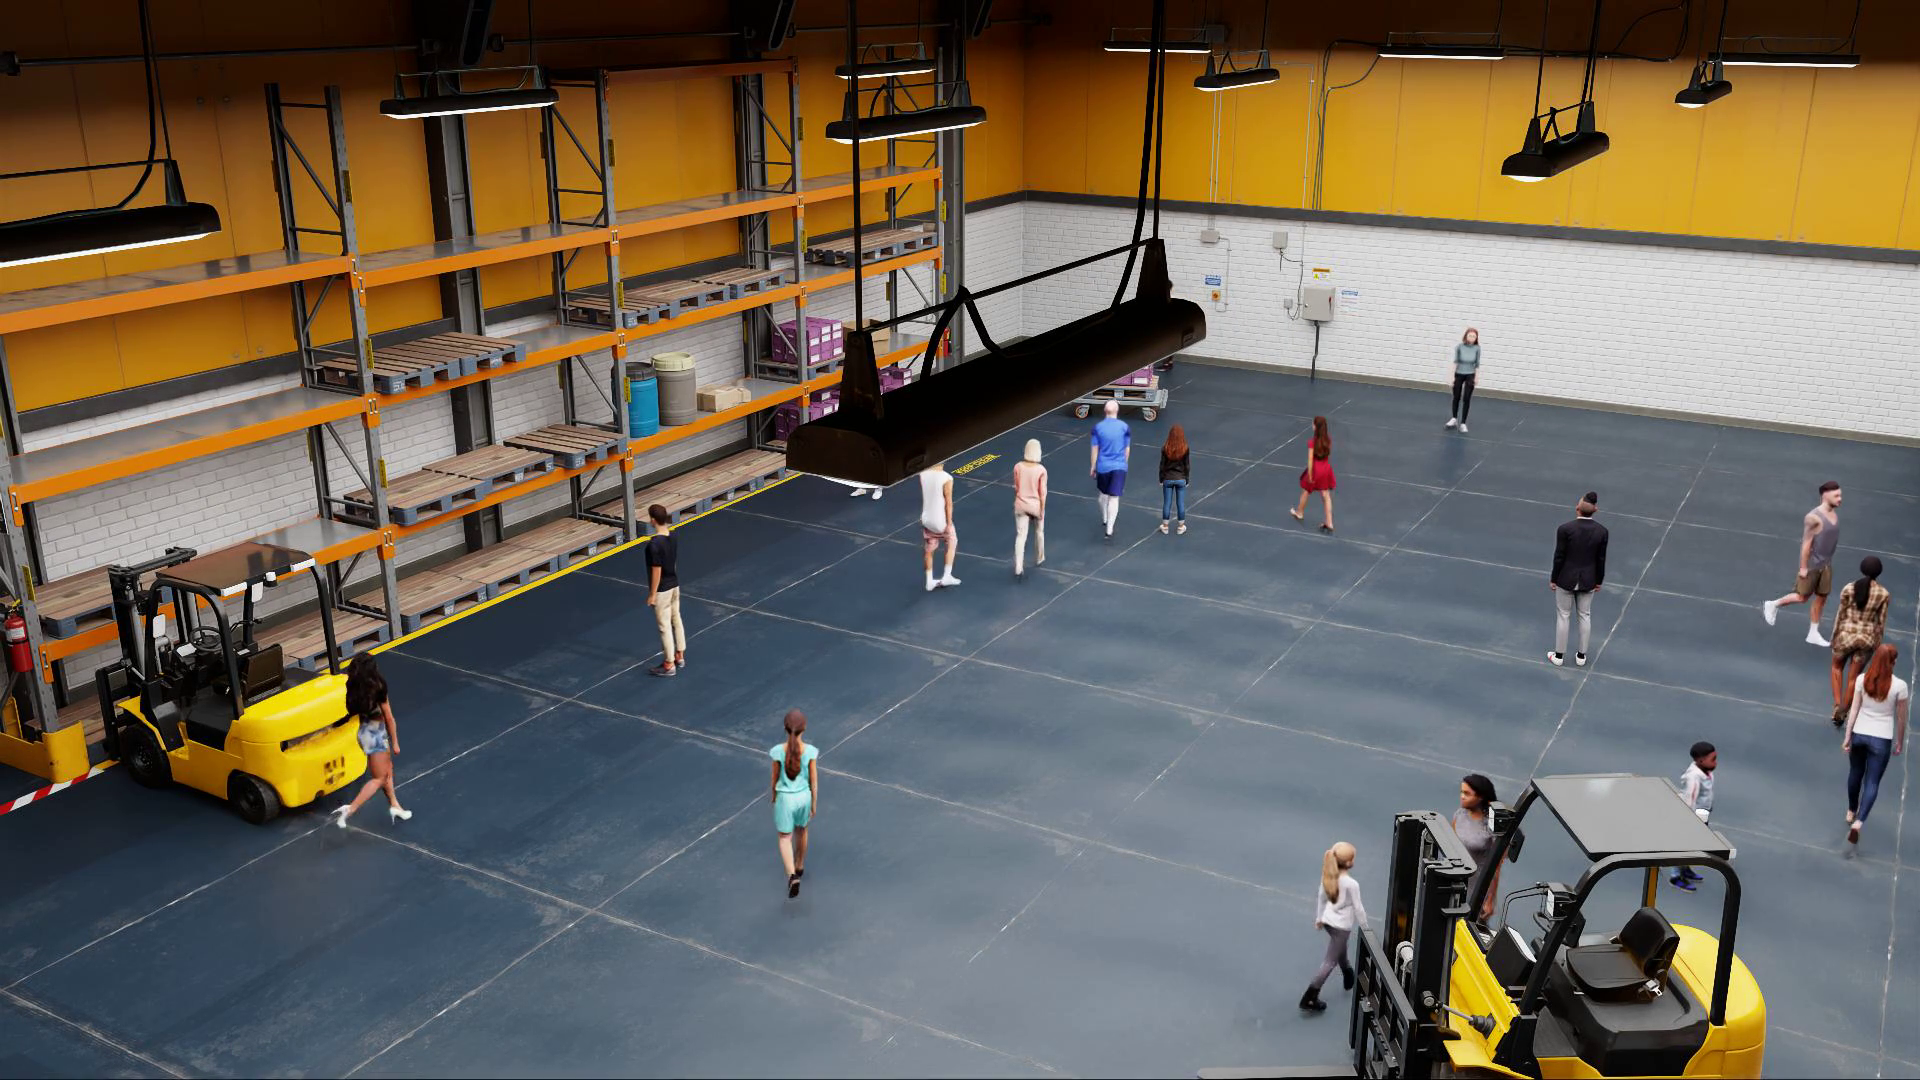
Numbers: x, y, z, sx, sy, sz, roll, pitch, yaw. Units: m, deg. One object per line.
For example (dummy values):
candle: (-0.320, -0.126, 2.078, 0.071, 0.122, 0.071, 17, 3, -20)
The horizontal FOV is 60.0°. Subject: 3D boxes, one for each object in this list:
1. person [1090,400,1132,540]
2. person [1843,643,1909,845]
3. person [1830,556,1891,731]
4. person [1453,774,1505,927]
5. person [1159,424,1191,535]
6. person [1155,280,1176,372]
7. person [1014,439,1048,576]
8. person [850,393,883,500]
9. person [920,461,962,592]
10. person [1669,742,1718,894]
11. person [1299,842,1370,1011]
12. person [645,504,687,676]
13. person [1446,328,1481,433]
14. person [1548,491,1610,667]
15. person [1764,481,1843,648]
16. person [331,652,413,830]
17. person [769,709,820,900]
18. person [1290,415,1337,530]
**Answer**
person: (1.980, -0.886, 21.774, 0.878, 1.796, 1.231, 4, 19, 12)
person: (7.696, 1.746, 14.105, 0.675, 1.704, 1.106, 14, 23, 36)
person: (8.672, 1.033, 16.100, 0.615, 1.781, 0.623, 8, 20, 23)
person: (3.625, 2.496, 11.766, 0.660, 1.775, 0.638, 16, 24, 38)
person: (2.847, -0.809, 22.042, 0.620, 1.481, 0.615, 2, 19, 6)
person: (3.900, -4.060, 31.324, 0.686, 1.718, 0.469, 11, 21, 29)
person: (0.816, -0.363, 20.400, 0.779, 1.683, 1.177, 5, 19, 15)
person: (-1.294, -1.507, 23.531, 0.669, 1.852, 0.554, 9, 20, 24)
person: (-0.331, -0.232, 19.871, 0.662, 1.772, 0.670, 12, 22, 31)
person: (5.915, 2.205, 13.438, 0.561, 1.259, 0.465, 15, 24, 37)
person: (2.630, 2.761, 11.803, 0.971, 1.250, 0.813, -9, 21, -25)
person: (-3.105, 0.513, 17.536, 0.737, 1.850, 0.528, 6, 20, 18)
person: (8.194, -2.628, 27.089, 0.722, 1.707, 0.914, 6, 19, 17)
person: (6.583, 0.397, 17.724, 0.795, 1.950, 0.759, 2, 19, 5)
person: (9.252, 0.227, 18.126, 1.065, 1.831, 1.043, -10, 21, -26)
person: (-5.052, 1.779, 14.193, 0.673, 1.585, 0.968, 15, 24, 37)
person: (-1.332, 2.105, 13.291, 0.924, 1.544, 1.009, -3, 19, -10)
person: (4.832, -0.872, 22.181, 1.034, 1.512, 1.045, -6, 20, -18)
